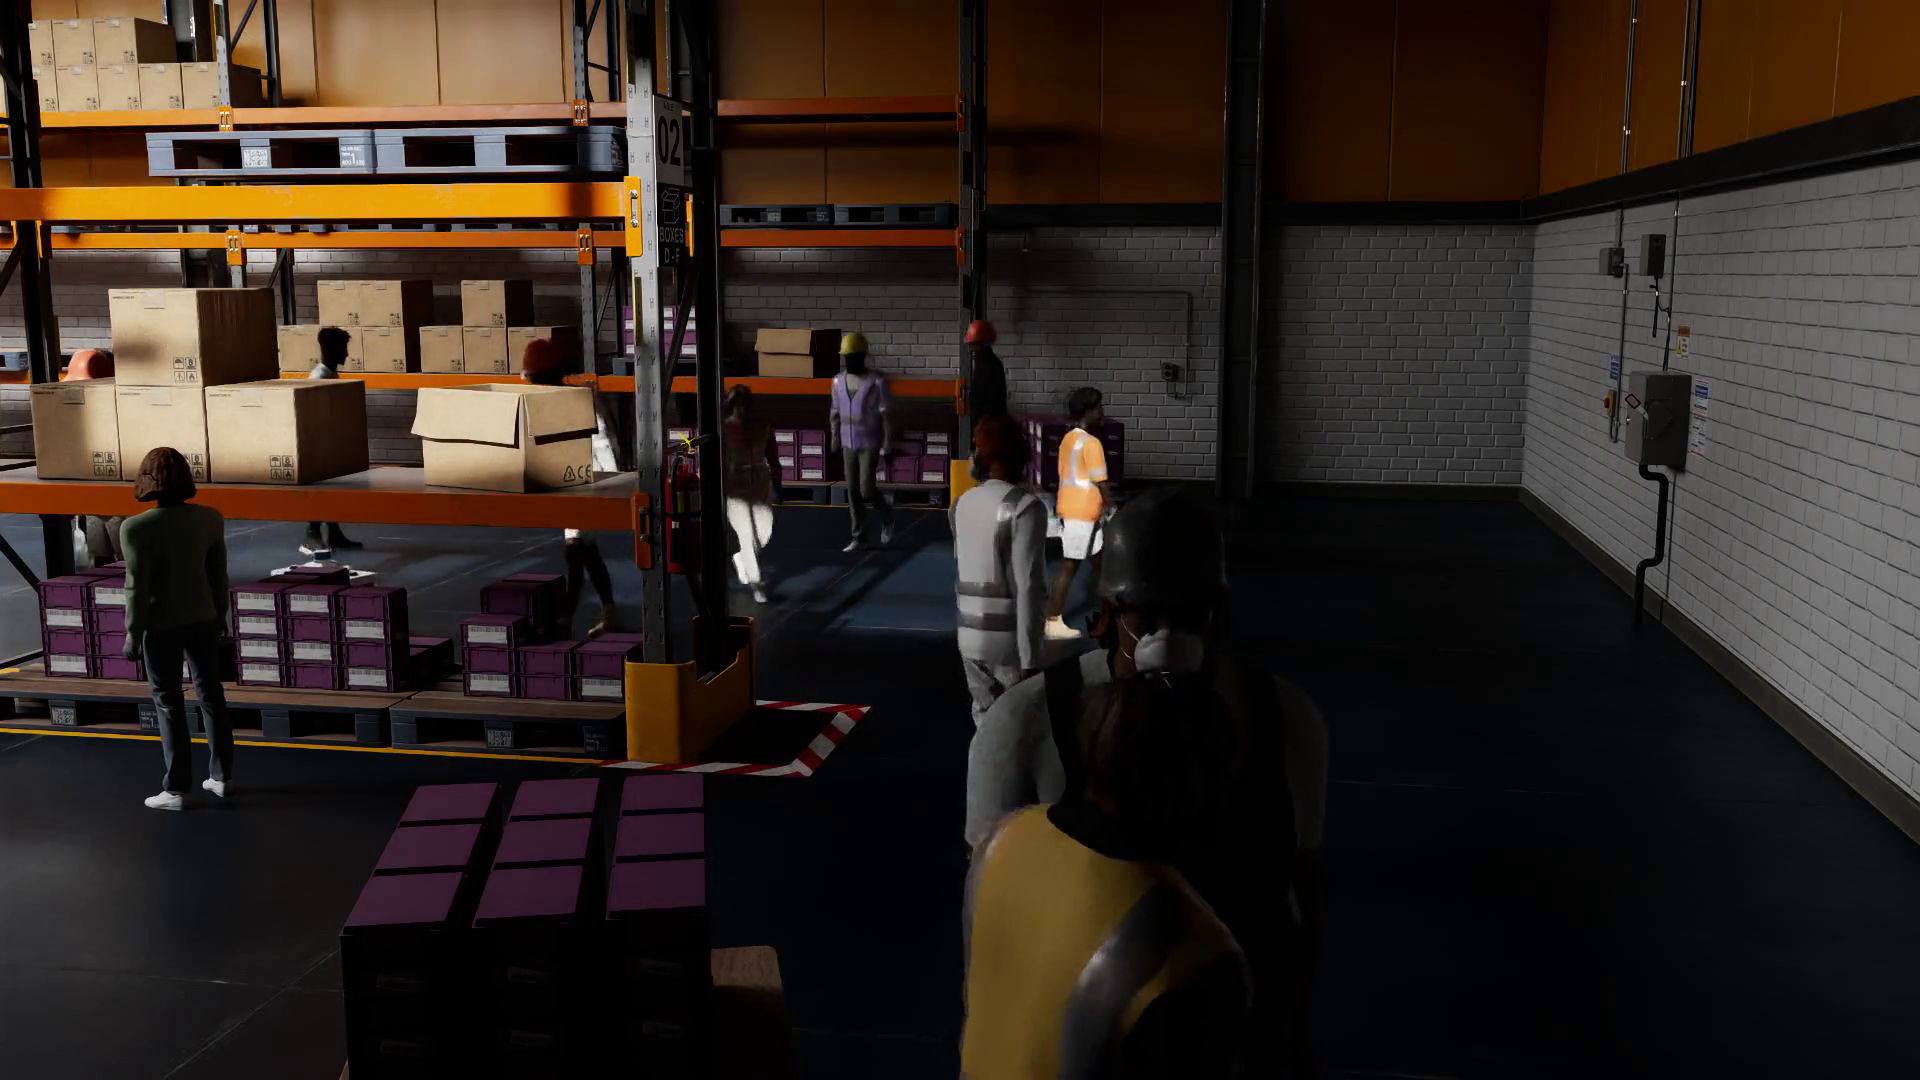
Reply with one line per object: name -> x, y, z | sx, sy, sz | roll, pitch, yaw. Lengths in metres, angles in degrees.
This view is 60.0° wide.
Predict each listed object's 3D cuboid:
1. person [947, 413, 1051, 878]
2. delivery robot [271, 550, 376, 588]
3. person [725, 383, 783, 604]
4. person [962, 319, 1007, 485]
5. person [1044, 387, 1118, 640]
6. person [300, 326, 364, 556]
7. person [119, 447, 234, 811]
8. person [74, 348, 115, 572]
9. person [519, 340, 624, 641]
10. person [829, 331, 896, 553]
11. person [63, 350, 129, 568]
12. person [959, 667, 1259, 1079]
person -> 0.151, 0.431, 6.588 | 0.452, 1.852, 0.628 | -7, 12, -39
delivery robot -> -4.235, 0.309, 11.076 | 0.707, 0.478, 0.477 | 5, 10, 26
person -> -1.598, -0.355, 12.226 | 0.549, 1.615, 0.588 | -5, 11, -30
person -> 0.245, -1.061, 15.466 | 0.477, 1.971, 0.650 | -2, 9, -11
person -> 0.919, -0.165, 10.908 | 0.817, 1.659, 0.545 | -1, 9, -8
person -> -5.373, -0.845, 14.195 | 0.396, 1.966, 0.639 | -2, 9, -14
person -> -3.520, 0.396, 7.485 | 0.267, 1.632, 0.509 | 5, 11, 30
person -> -6.793, -0.597, 13.121 | 0.860, 1.804, 0.657 | 2, 9, 15
person -> -2.540, -0.293, 10.701 | 0.673, 1.977, 0.961 | 7, 12, 37
person -> -0.827, -0.834, 14.272 | 0.596, 1.913, 0.540 | 6, 11, 33
person -> -5.289, -0.207, 10.307 | 0.548, 1.931, 0.379 | 4, 10, 25
person -> 0.136, 1.098, 2.565 | 0.642, 1.821, 0.639 | -5, 11, -30
